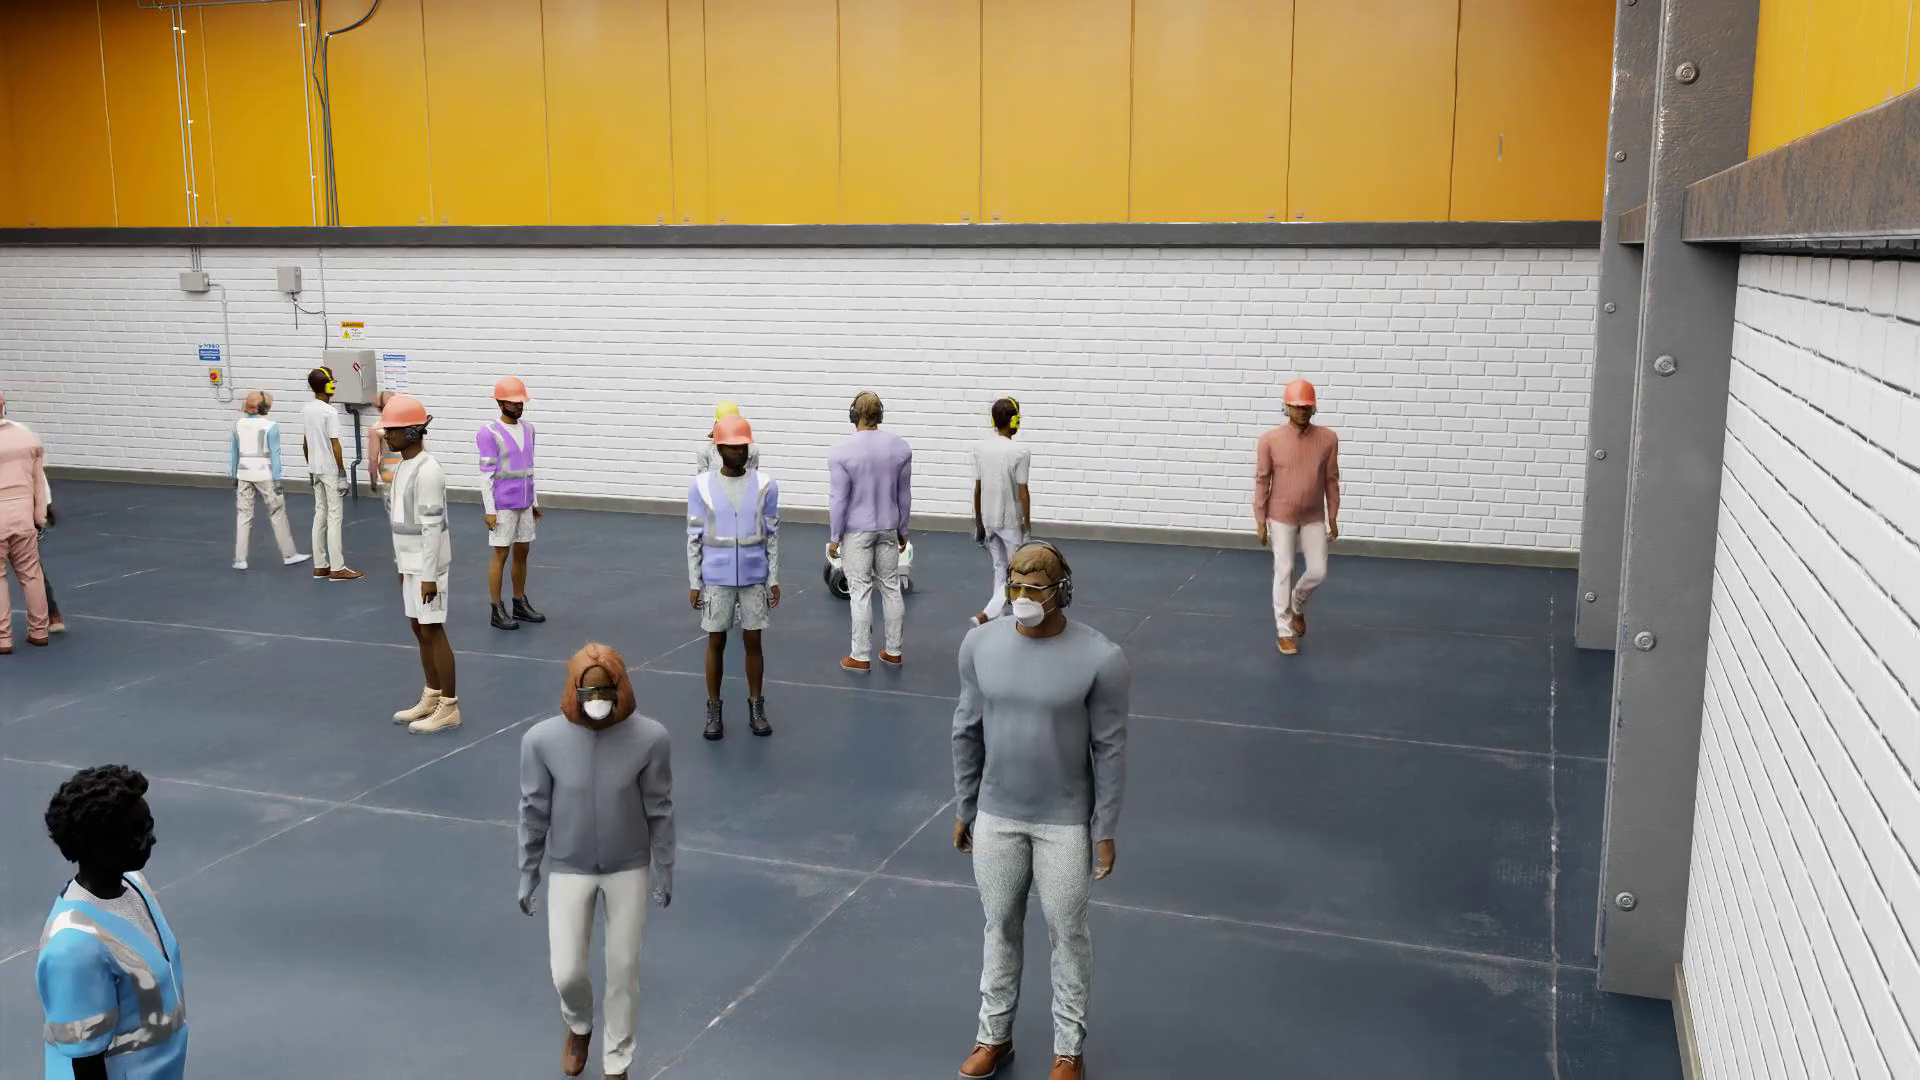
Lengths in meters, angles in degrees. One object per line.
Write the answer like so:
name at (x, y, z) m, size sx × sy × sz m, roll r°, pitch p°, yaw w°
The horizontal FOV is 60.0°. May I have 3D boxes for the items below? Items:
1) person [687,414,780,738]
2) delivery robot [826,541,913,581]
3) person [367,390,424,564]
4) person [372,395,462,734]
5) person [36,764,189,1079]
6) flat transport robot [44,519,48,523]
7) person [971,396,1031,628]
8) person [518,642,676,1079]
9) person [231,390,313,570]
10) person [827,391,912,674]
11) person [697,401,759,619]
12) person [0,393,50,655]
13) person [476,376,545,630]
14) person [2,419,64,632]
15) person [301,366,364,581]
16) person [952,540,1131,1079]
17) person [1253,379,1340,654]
person at (-1.327, 0.224, 9.873) m, size 0.559 × 1.936 × 0.374 m, roll -2°, pitch 10°, yaw -13°
delivery robot at (-0.757, 0.139, 13.957) m, size 0.707 × 0.478 × 0.477 m, roll -2°, pitch 10°, yaw -11°
person at (-5.098, -0.552, 15.137) m, size 0.386 × 1.617 × 0.560 m, roll 10°, pitch 14°, yaw 44°
person at (-3.279, 0.148, 10.028) m, size 0.394 × 2.037 × 0.606 m, roll -7°, pitch 12°, yaw -33°
person at (-2.045, 1.371, 4.068) m, size 0.315 × 1.696 × 0.540 m, roll -3°, pitch 10°, yaw -15°
flat transport robot at (-10.254, -0.232, 17.109) m, size 1.431 × 0.197 × 0.652 m, roll 2°, pitch 10°, yaw 9°
person at (0.279, -0.098, 11.931) m, size 0.506 × 1.850 × 0.618 m, roll 8°, pitch 13°, yaw 37°
person at (-1.225, 1.127, 5.636) m, size 0.531 × 1.617 × 0.372 m, roll -3°, pitch 10°, yaw -15°
person at (-6.333, -0.542, 15.082) m, size 0.602 × 1.612 × 0.530 m, roll 3°, pitch 10°, yaw 16°
person at (-0.622, -0.051, 11.394) m, size 0.629 × 1.939 × 0.371 m, roll -6°, pitch 12°, yaw -30°
person at (-1.765, -0.199, 12.776) m, size 0.492 × 1.742 × 0.321 m, roll -4°, pitch 11°, yaw -19°
person at (-6.899, -0.134, 11.952) m, size 0.403 × 1.905 × 0.651 m, roll 5°, pitch 11°, yaw 28°
person at (-3.413, -0.289, 12.741) m, size 0.373 × 1.934 × 0.551 m, roll 6°, pitch 12°, yaw 29°
person at (-7.089, -0.213, 12.244) m, size 0.535 × 1.959 × 0.679 m, roll 3°, pitch 10°, yaw 15°
person at (-5.521, -0.578, 14.553) m, size 0.531 × 1.872 × 0.322 m, roll 7°, pitch 12°, yaw 36°
person at (0.263, 0.955, 5.727) m, size 0.627 × 1.941 × 0.371 m, roll 4°, pitch 11°, yaw 21°
person at (2.411, -0.177, 11.981) m, size 0.635 × 1.979 × 0.520 m, roll -1°, pitch 10°, yaw -6°
